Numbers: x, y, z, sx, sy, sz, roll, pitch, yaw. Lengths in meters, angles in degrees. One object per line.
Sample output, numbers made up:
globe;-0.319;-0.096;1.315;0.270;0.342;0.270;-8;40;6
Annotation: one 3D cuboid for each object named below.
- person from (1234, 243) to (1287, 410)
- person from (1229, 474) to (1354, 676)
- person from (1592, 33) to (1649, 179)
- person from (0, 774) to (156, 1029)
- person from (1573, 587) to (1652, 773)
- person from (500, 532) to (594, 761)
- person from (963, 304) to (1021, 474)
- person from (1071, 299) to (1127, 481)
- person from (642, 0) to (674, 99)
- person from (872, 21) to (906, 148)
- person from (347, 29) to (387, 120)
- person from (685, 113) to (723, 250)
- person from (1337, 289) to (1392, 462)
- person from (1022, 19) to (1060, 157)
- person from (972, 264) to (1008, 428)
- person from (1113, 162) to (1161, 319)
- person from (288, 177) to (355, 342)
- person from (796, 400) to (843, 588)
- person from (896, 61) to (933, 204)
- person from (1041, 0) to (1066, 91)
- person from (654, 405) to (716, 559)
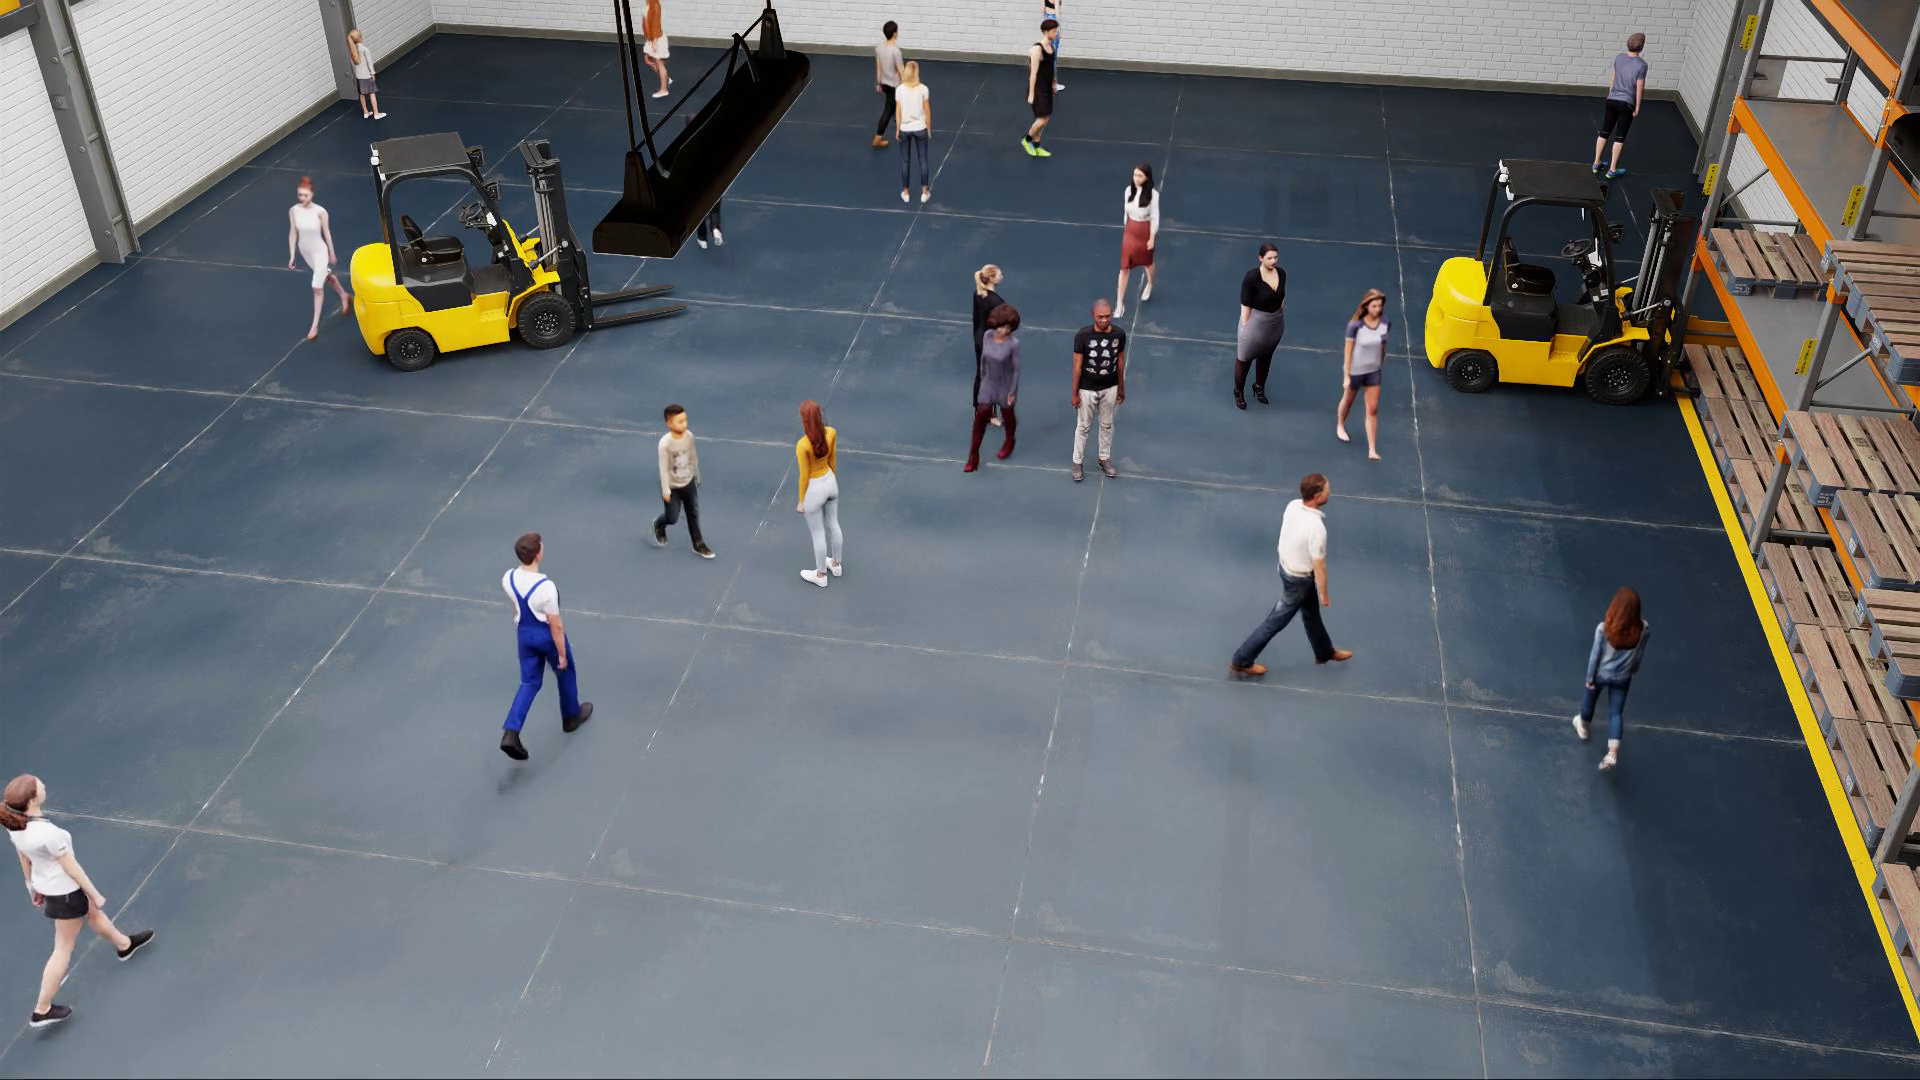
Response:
person;2.994;-2.152;16.627;0.777;1.760;0.811;-15;37;-22
person;2.516;0.320;12.870;1.020;1.801;1.284;-4;34;-7
person;8.708;-5.737;21.908;0.786;1.884;0.734;-23;40;-30
person;-5.535;2.207;10.114;0.823;1.710;1.221;16;37;22
person;4.775;1.021;12.130;0.607;1.453;0.962;3;34;4
person;-3.116;0.802;12.126;0.822;1.821;1.234;14;36;19
person;0.429;-1.474;15.677;0.876;1.681;1.087;22;39;29
person;1.286;-1.418;15.482;0.751;1.804;0.720;-6;34;-10
person;-4.410;-7.400;24.578;0.828;1.698;0.766;-18;38;-25
person;-0.993;-6.206;22.798;1.178;1.679;1.048;-27;42;-34
person;-8.575;-6.706;23.915;0.537;1.275;0.561;12;35;17
person;-3.069;-4.256;19.868;0.824;1.676;0.874;-10;35;-14
person;3.814;-1.640;15.926;0.811;1.682;1.111;-4;34;-6
person;1.026;-6.092;22.448;0.877;1.877;0.759;18;38;25
person;0.274;-1.893;16.286;0.728;1.705;0.677;-23;40;-31
person;2.044;-3.356;18.491;0.895;1.701;1.157;20;39;27
person;-6.940;-3.093;18.076;0.612;1.722;1.148;7;34;11
person;-1.181;-0.402;14.001;0.725;1.751;0.637;28;43;35
person;-0.595;-5.190;21.153;0.640;1.808;0.550;0;34;0
person;1.361;-7.640;24.861;0.741;1.784;0.677;-19;38;-26
person;-2.474;-0.507;14.428;0.876;1.454;0.873;26;42;33
